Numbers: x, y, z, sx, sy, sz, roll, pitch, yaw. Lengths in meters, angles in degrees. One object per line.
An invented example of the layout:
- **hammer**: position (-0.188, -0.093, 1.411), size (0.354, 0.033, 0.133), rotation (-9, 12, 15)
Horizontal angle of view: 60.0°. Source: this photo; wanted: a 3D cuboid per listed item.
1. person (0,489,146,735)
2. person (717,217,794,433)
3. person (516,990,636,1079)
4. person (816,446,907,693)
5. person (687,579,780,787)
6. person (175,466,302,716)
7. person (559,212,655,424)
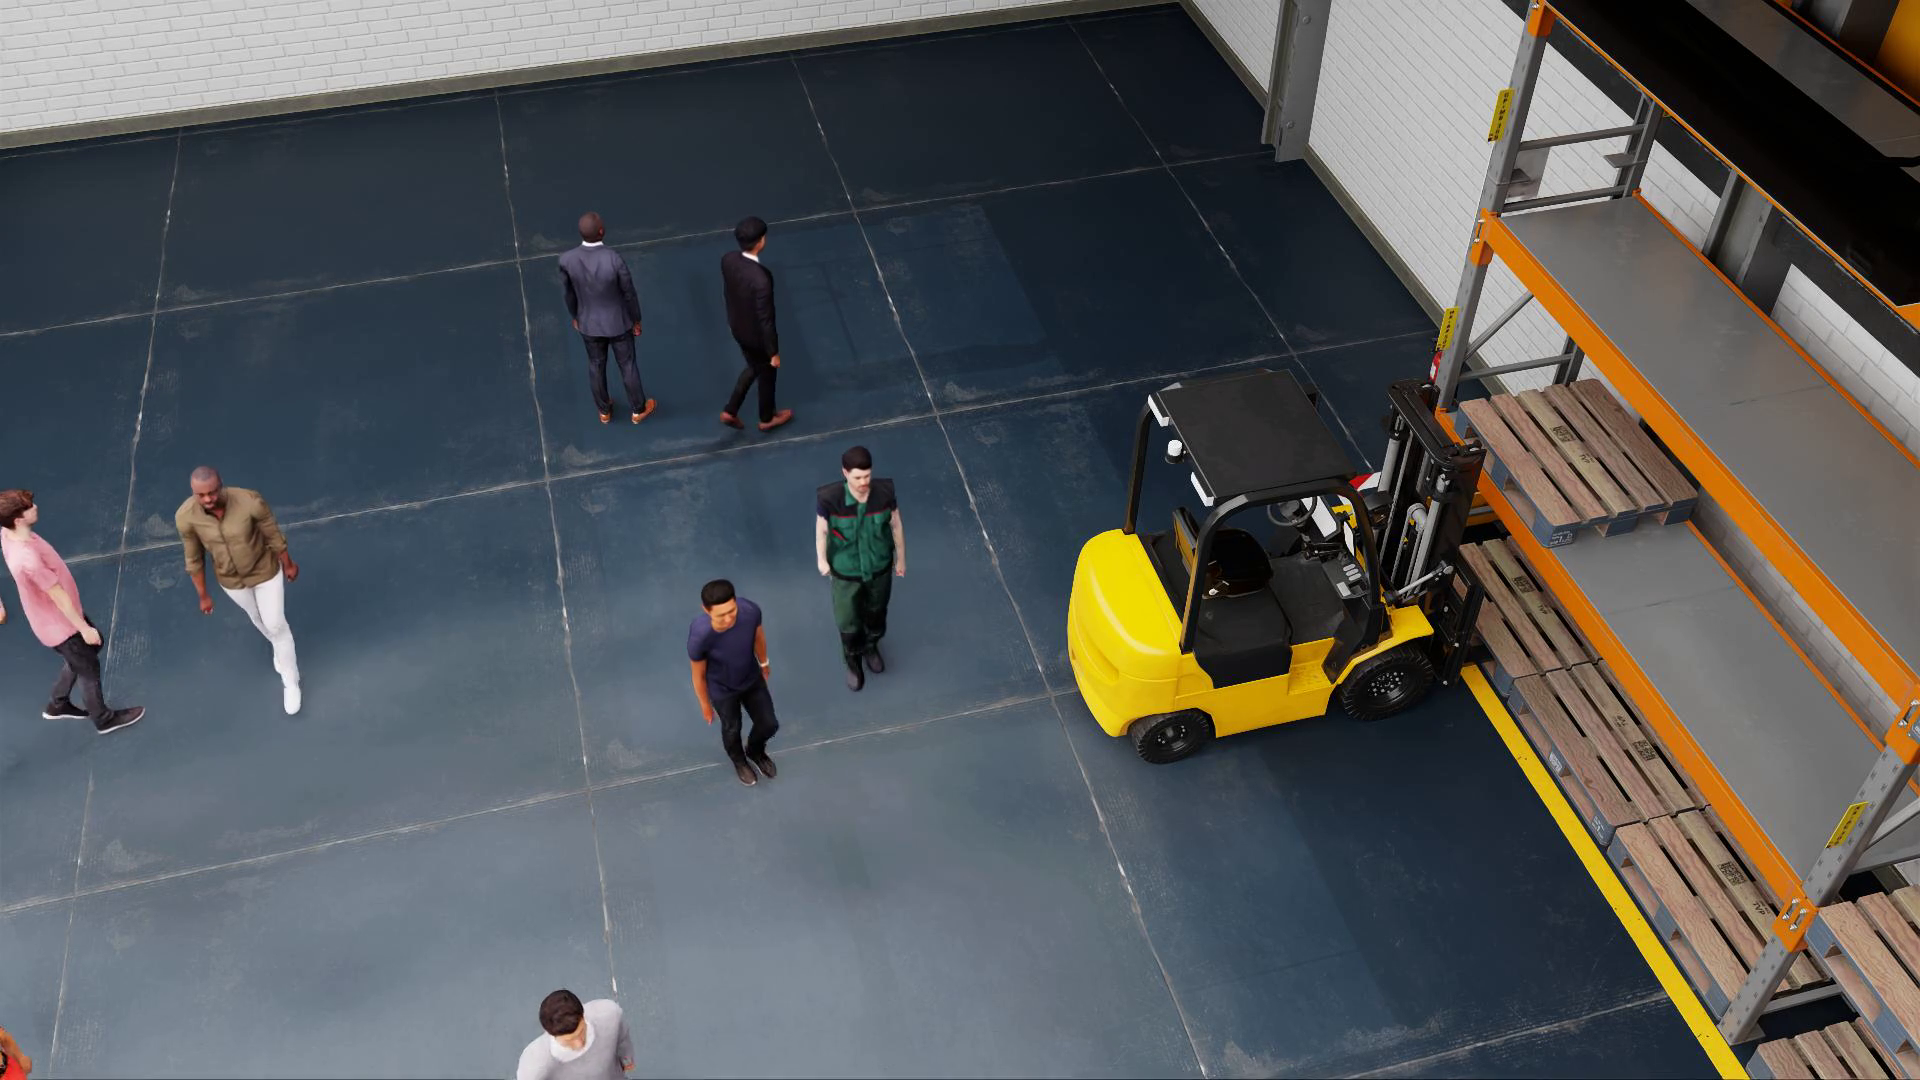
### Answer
- **person**: position (-5.510, 0.518, 9.990), size (0.855, 1.942, 0.820), rotation (-28, 50, -26)
- **person**: position (-1.582, -1.495, 12.156), size (0.973, 1.868, 0.947), rotation (-29, 51, -27)
- **person**: position (-1.813, 2.574, 7.880), size (1.042, 1.875, 1.266), rotation (-30, 51, -28)
- **person**: position (-0.643, 0.091, 10.479), size (0.688, 1.886, 0.675), rotation (-12, 45, -12)
- **person**: position (-1.379, 0.785, 9.832), size (0.737, 1.773, 0.709), rotation (-26, 49, -24)
- **person**: position (-4.468, 0.157, 10.472), size (0.798, 1.800, 0.986), rotation (-8, 44, -8)
- **person**: position (-2.624, -1.619, 12.319), size (0.780, 1.823, 0.749), rotation (5, 44, 5)
